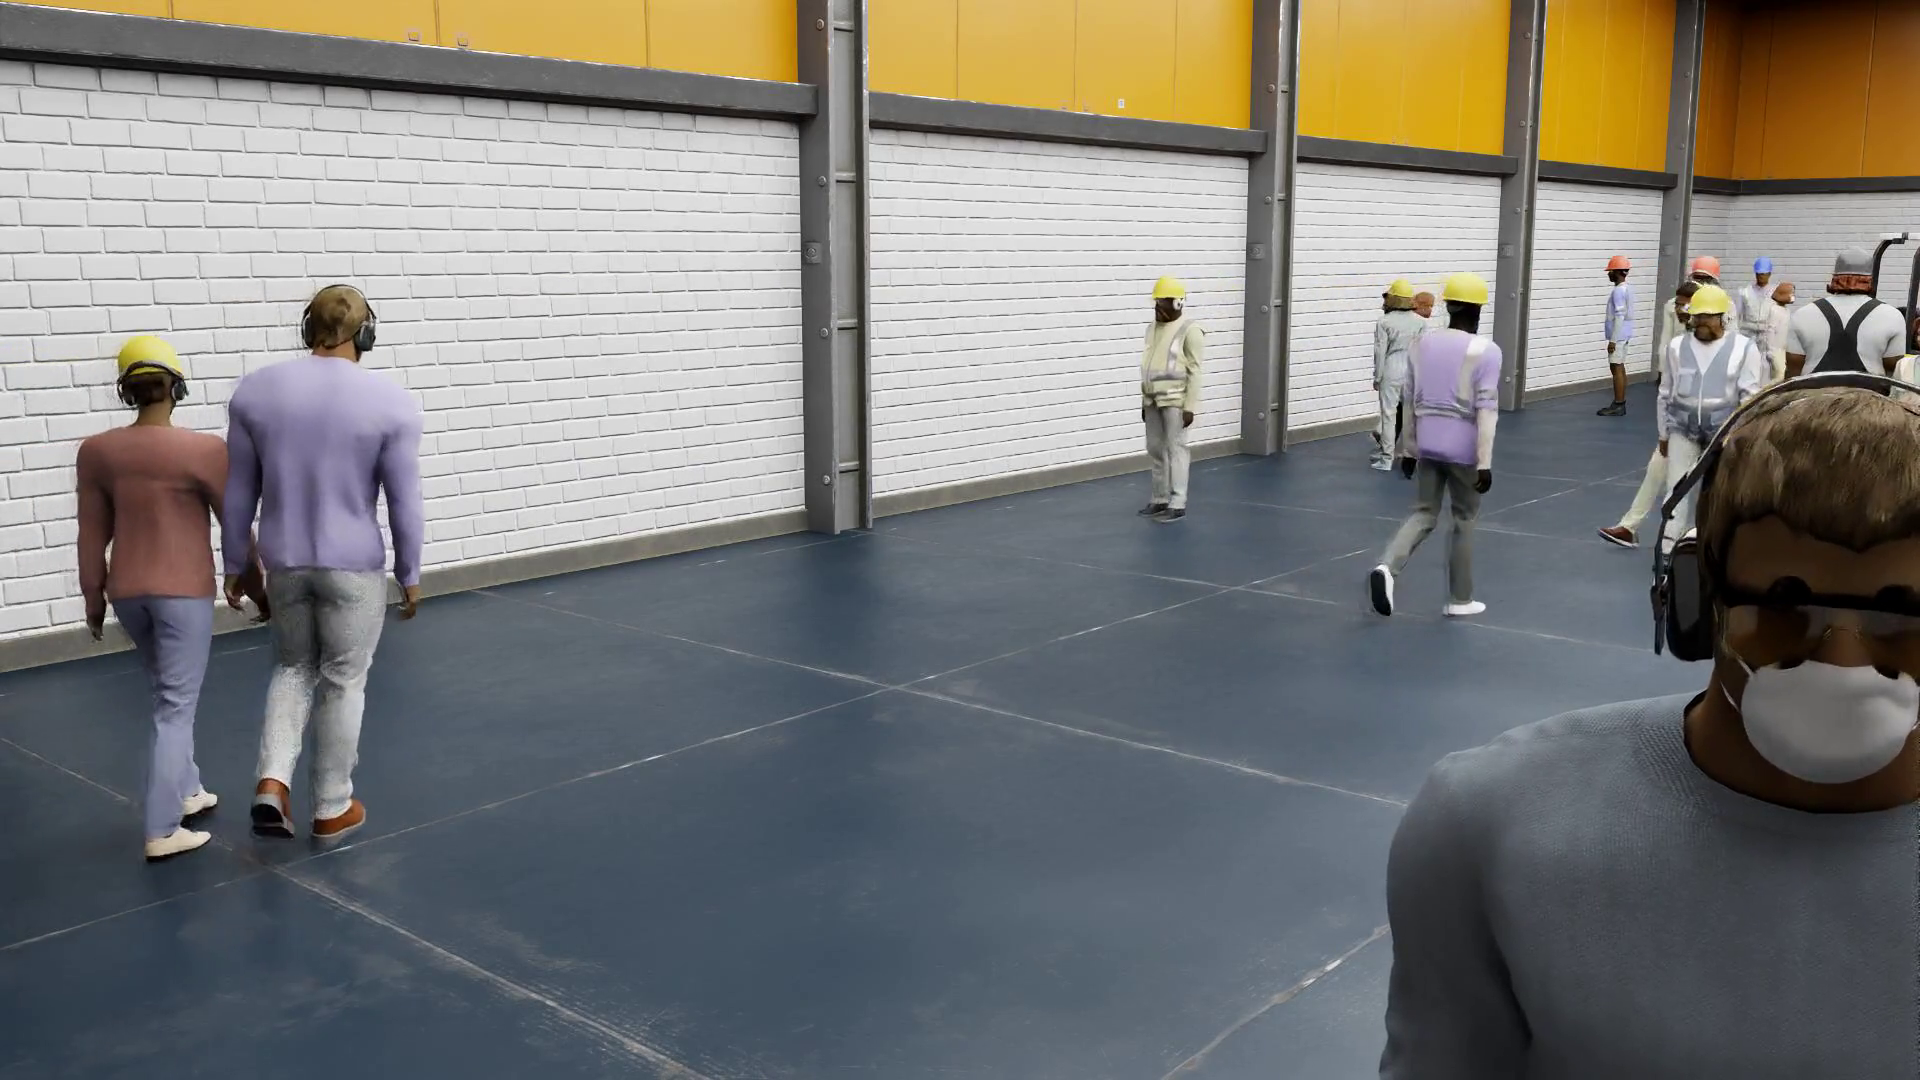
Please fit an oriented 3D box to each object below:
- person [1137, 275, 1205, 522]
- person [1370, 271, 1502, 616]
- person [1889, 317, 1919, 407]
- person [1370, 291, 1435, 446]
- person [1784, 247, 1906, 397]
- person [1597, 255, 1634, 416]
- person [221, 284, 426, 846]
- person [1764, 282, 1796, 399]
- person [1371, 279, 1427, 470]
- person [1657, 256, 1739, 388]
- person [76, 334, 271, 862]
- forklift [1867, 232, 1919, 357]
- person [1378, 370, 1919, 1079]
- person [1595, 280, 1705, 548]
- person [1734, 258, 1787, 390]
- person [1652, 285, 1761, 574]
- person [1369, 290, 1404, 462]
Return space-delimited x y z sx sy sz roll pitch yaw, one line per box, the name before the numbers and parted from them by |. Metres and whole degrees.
person | 1.541 -1.053 12.395 0.404 1.831 0.594 -7 12 -34
person | 2.601 -0.495 9.013 0.754 1.909 0.597 -8 13 -37
person | 5.818 -0.542 10.027 0.314 1.641 0.515 -5 11 -24
person | 4.471 -1.697 16.716 0.663 1.601 0.556 1 10 3
person | 5.740 -0.882 10.825 0.688 2.000 0.539 6 12 32
person | 7.927 -2.463 20.123 0.373 1.934 0.551 6 12 32
person | -2.127 0.106 5.586 0.678 1.905 0.519 0 10 1
person | 9.668 -2.222 19.624 0.355 1.619 0.527 9 14 43
person | 4.008 -1.506 15.220 0.487 1.746 0.286 -2 10 -12
person | 6.565 -1.518 14.724 0.655 1.942 1.006 8 13 39
person | -2.645 0.177 5.658 0.540 1.732 0.708 2 10 9
forklift | 9.955 -1.972 16.595 2.313 2.155 1.214 1 10 8
person | 0.634 0.830 1.375 0.631 1.939 0.372 4 11 21
person | 4.764 -0.802 11.050 0.955 1.810 0.482 -3 10 -14
person | 9.762 -2.487 20.374 0.643 1.889 1.002 6 11 30
person | 4.588 -0.667 10.286 0.607 1.785 0.873 6 12 33
person | 4.173 -1.562 15.829 0.822 1.643 0.542 -7 12 -34
